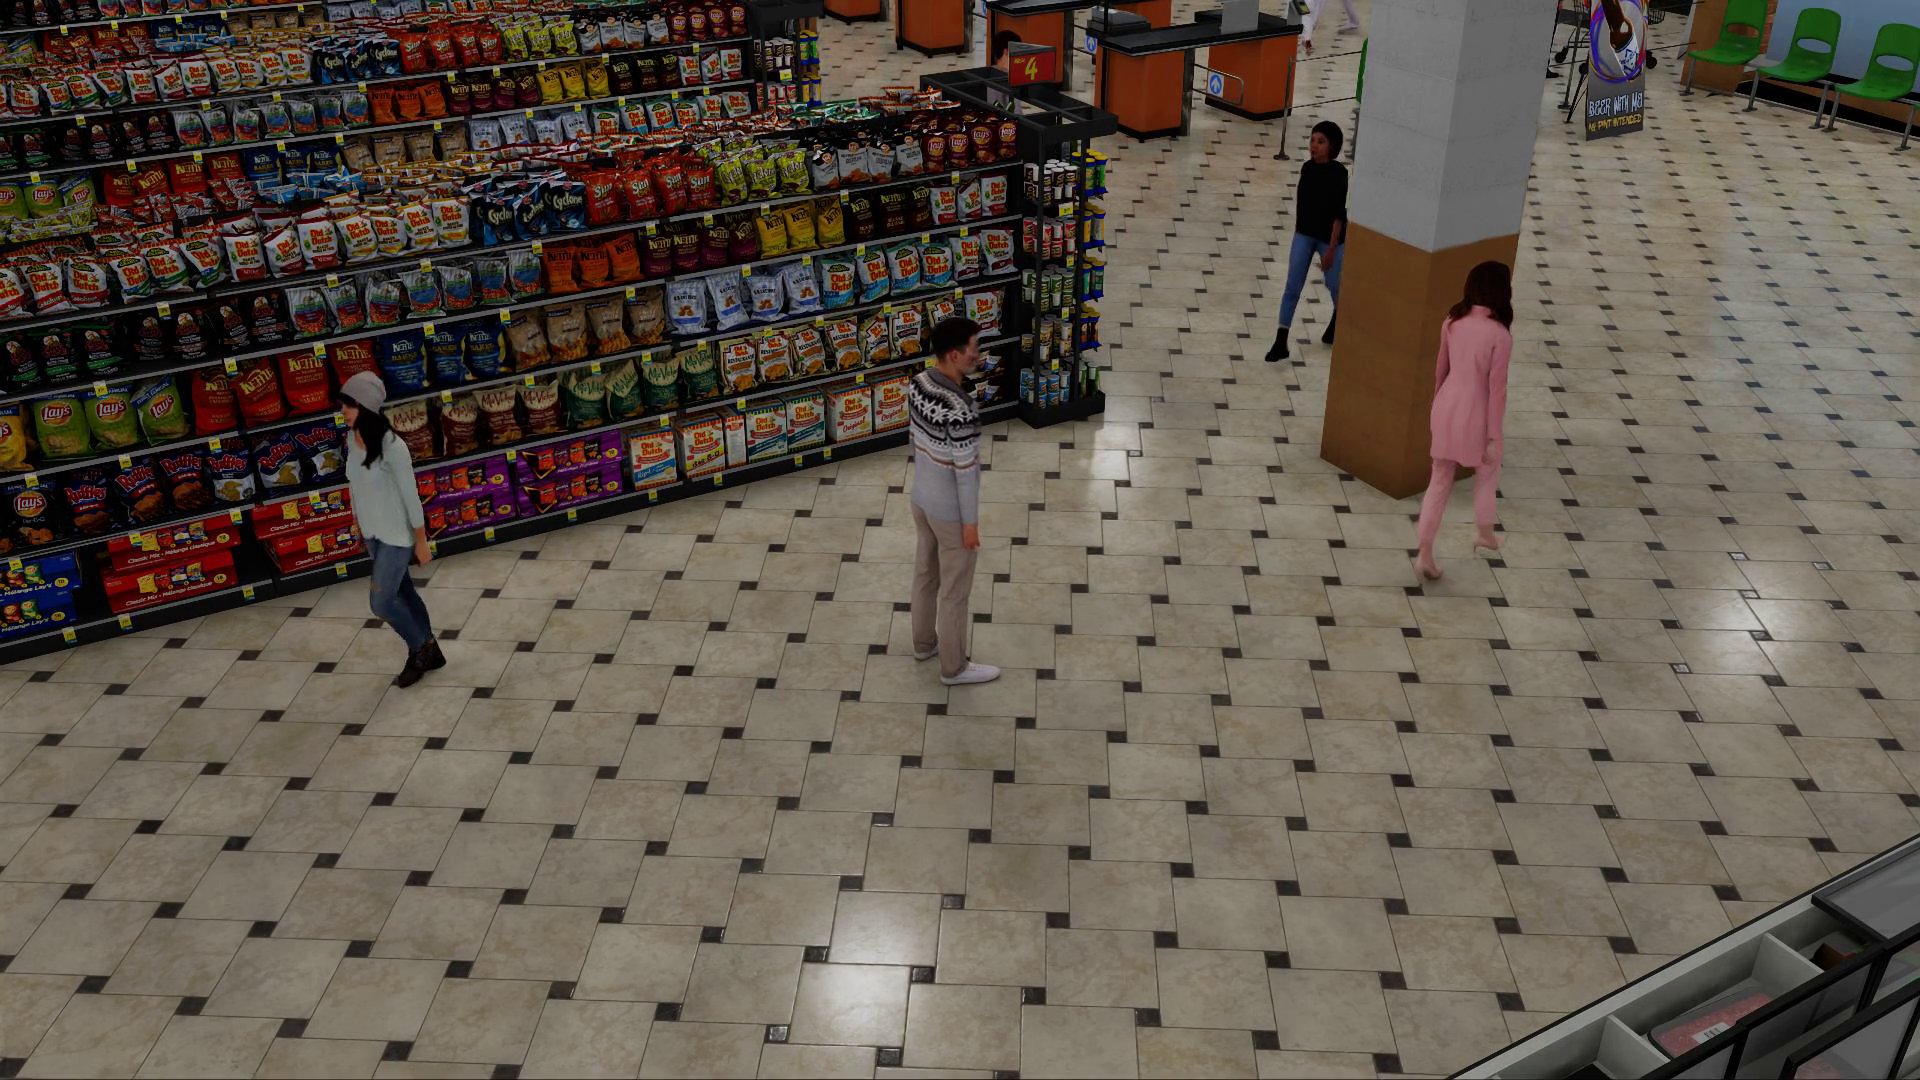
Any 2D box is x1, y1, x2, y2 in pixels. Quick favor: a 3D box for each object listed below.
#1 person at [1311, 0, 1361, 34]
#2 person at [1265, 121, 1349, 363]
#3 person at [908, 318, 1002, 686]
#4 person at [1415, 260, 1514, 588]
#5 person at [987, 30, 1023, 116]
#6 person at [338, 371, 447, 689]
[{"bbox_3d":[4.925,-7.365,21.173,1.256,1.839,0.921,-5,29,-10],"label":"person"},{"bbox_3d":[2.586,-2.101,11.727,0.890,1.652,1.199,19,34,30],"label":"person"},{"bbox_3d":[-0.071,-0.184,8.001,0.553,1.858,0.674,-14,32,-24],"label":"person"},{"bbox_3d":[2.611,-0.563,8.784,1.027,1.772,0.770,-23,36,-35],"label":"person"},{"bbox_3d":[0.341,-3.206,13.554,0.524,1.841,0.653,-14,32,-24],"label":"person"},{"bbox_3d":[-2.682,-0.057,8.006,0.698,1.630,0.729,20,34,32],"label":"person"}]
